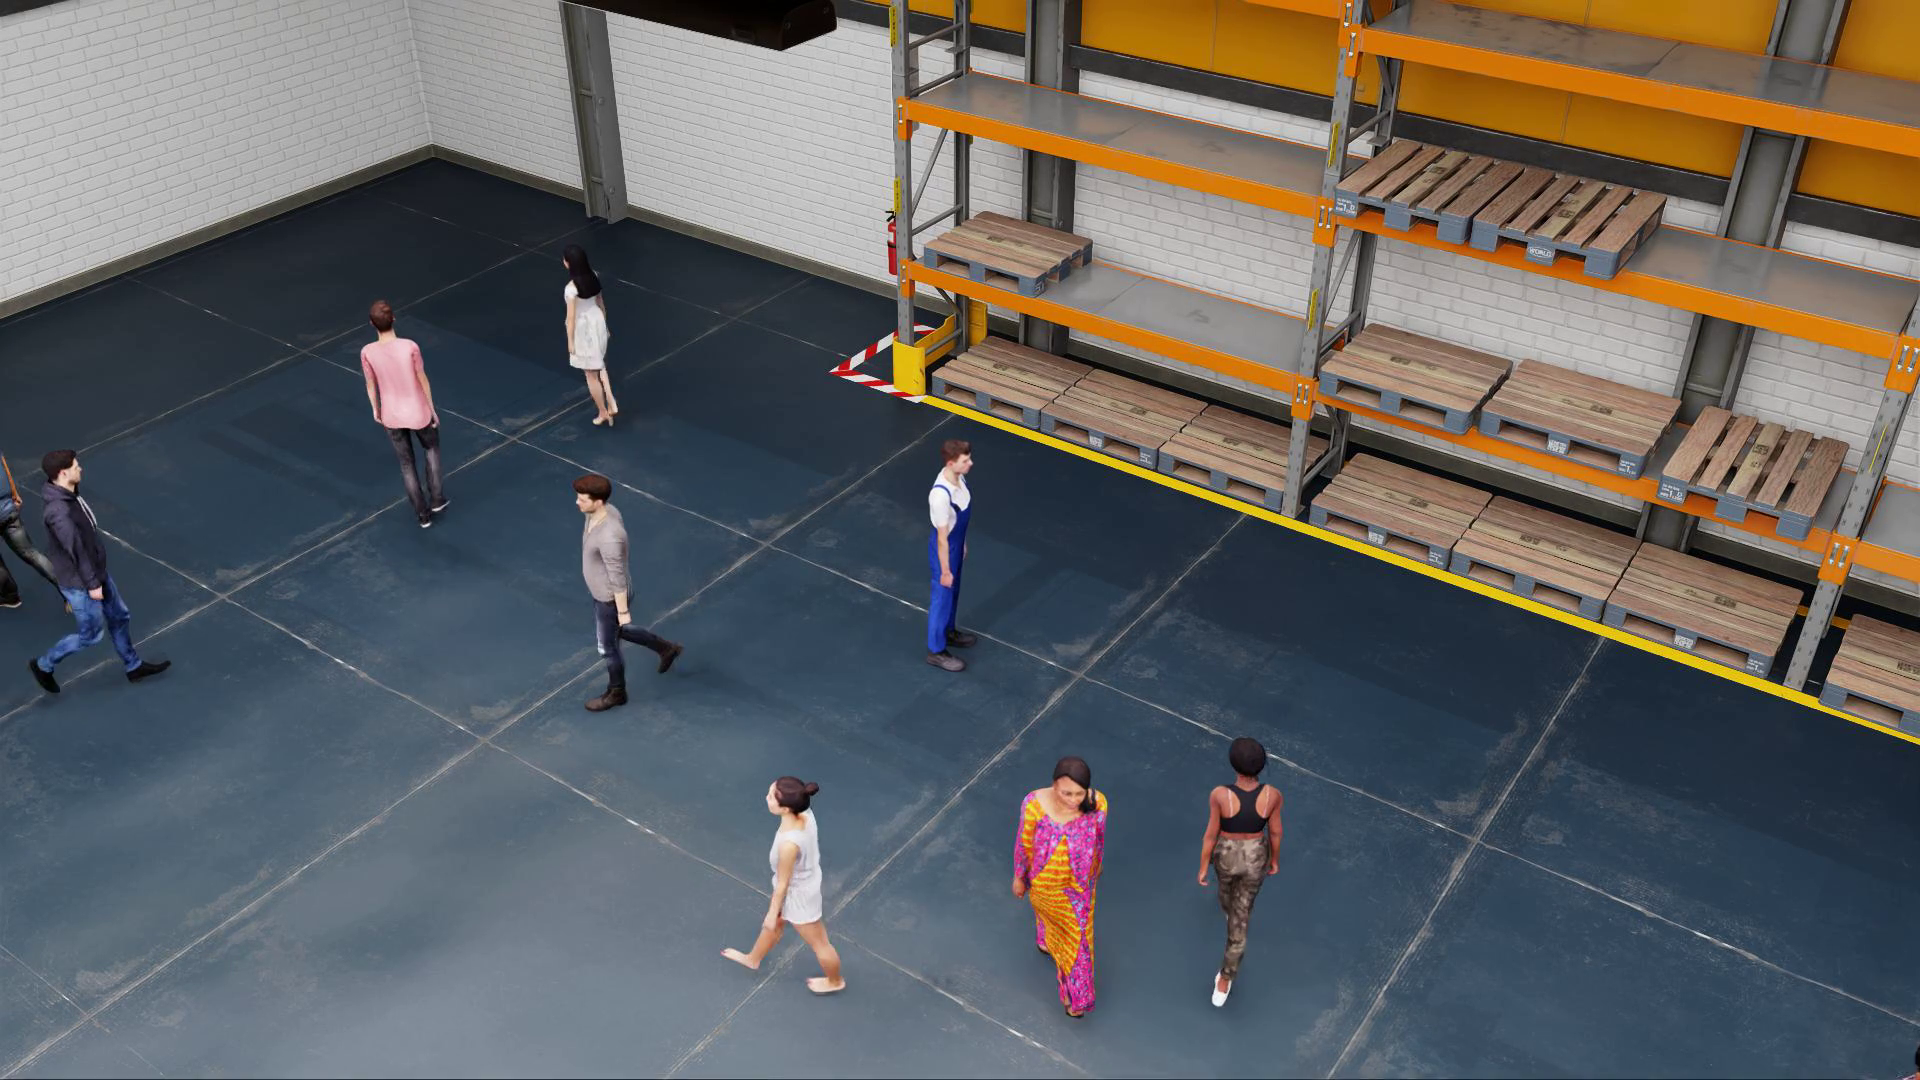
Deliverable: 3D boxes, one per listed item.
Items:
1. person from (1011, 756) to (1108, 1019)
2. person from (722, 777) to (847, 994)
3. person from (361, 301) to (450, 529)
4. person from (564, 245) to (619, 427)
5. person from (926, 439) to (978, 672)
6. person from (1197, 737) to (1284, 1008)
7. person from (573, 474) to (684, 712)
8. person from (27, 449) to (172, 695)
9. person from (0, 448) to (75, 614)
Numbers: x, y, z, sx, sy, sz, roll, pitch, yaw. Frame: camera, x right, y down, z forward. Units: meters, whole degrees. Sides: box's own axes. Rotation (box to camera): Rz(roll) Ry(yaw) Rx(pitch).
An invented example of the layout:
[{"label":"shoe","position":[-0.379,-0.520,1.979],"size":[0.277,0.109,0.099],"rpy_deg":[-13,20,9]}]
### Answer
[{"label":"person","position":[0.579,1.814,9.444],"size":[1.206,1.635,1.148],"rpy_deg":[1,34,2]},{"label":"person","position":[-0.821,1.959,9.278],"size":[1.052,1.577,0.893],"rpy_deg":[2,34,3]},{"label":"person","position":[-4.442,-0.948,13.317],"size":[0.785,1.947,0.833],"rpy_deg":[-8,34,-12]},{"label":"person","position":[-3.210,-1.763,14.711],"size":[0.740,1.761,0.669],"rpy_deg":[18,37,24]},{"label":"person","position":[-0.087,0.072,11.873],"size":[0.666,1.848,0.687],"rpy_deg":[8,34,12]},{"label":"person","position":[1.560,1.892,9.316],"size":[1.155,1.647,1.039],"rpy_deg":[4,34,6]},{"label":"person","position":[-2.317,0.341,11.432],"size":[1.072,1.887,1.057],"rpy_deg":[-11,35,-16]},{"label":"person","position":[-6.193,0.285,11.549],"size":[1.134,1.851,1.174],"rpy_deg":[-11,35,-16]},{"label":"person","position":[-7.079,-0.168,12.298],"size":[1.192,1.776,0.870],"rpy_deg":[12,35,17]}]
